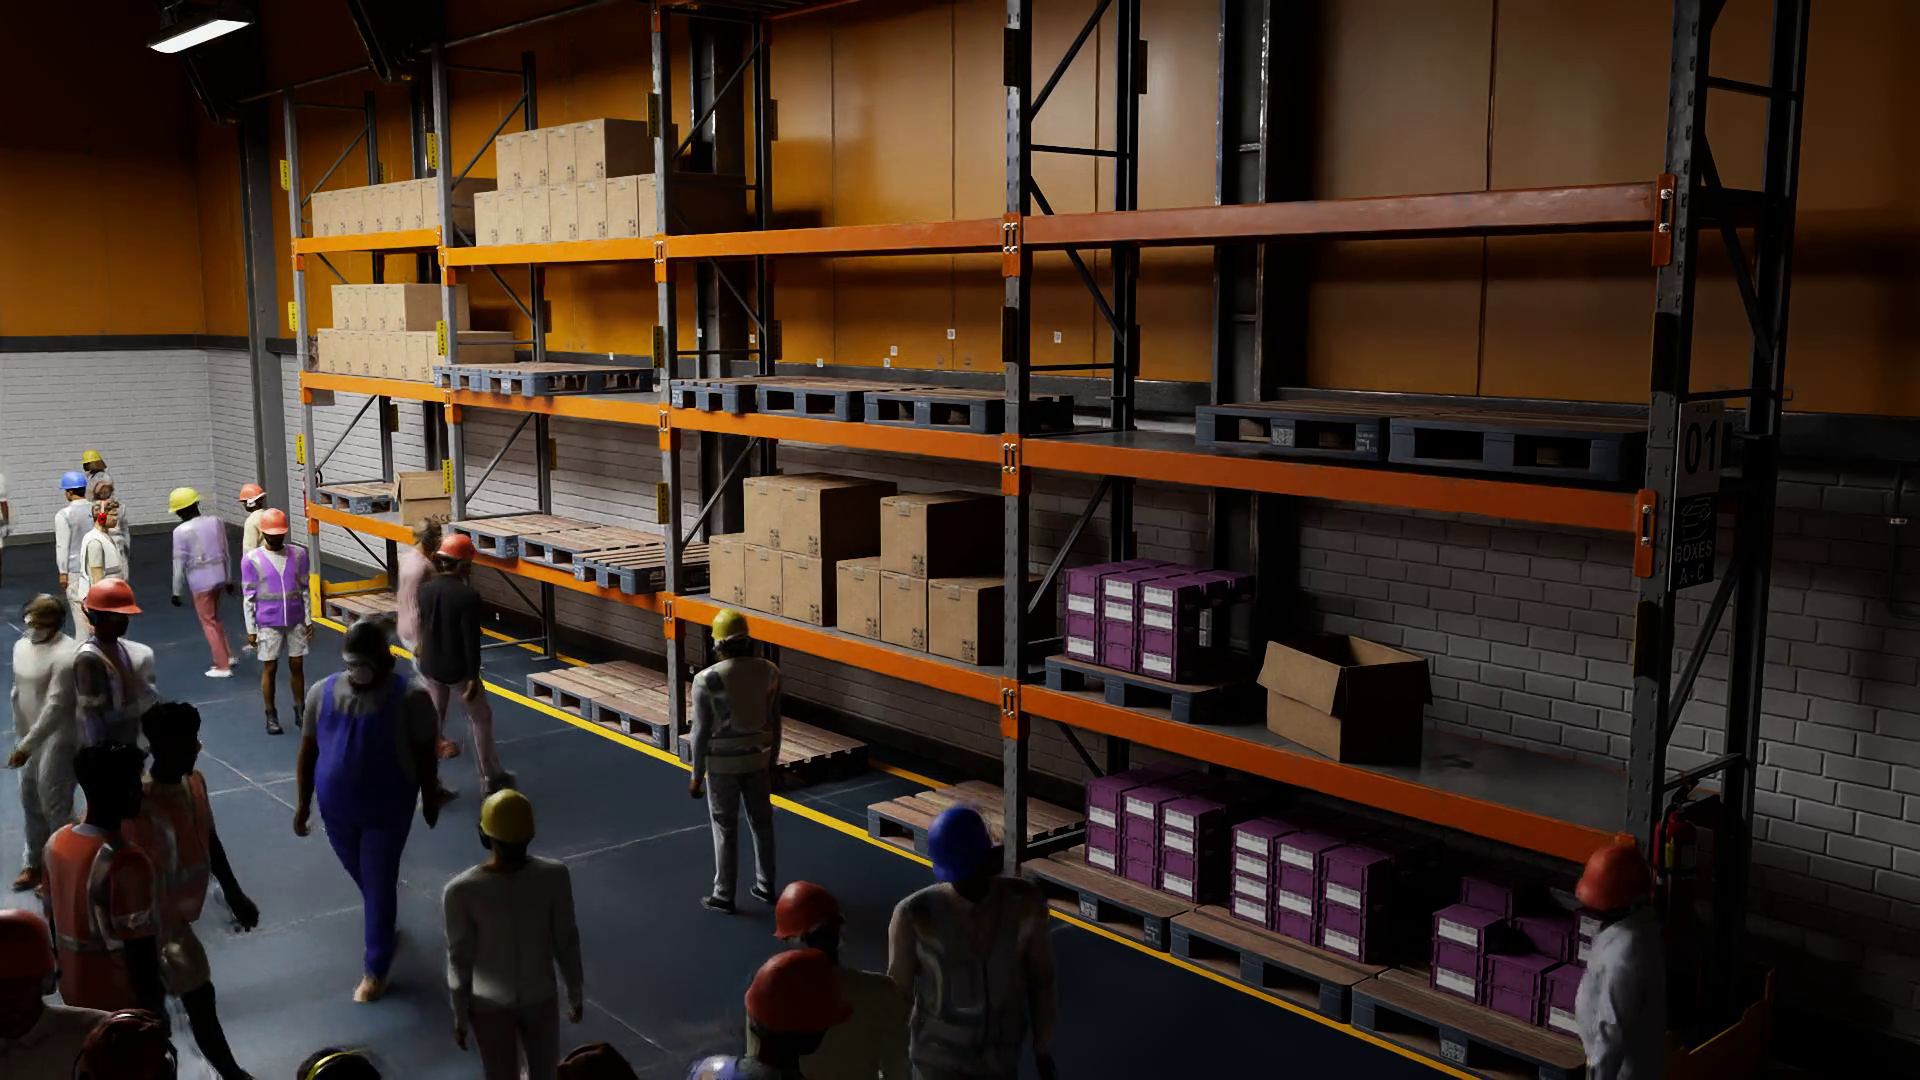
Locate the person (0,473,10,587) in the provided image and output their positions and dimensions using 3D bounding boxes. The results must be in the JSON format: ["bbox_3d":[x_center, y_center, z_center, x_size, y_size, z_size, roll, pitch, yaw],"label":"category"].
[{"bbox_3d":[-12.011,-0.240,20.431,0.604,1.940,0.879,-4,9,-28],"label":"person"}]

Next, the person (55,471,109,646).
[{"bbox_3d":[-8.873,0.267,16.840,0.410,1.939,0.606,3,9,21],"label":"person"}]

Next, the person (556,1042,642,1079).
[{"bbox_3d":[-0.971,2.180,4.647,0.279,1.628,0.506,-2,8,-11],"label":"person"}]

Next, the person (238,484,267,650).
[{"bbox_3d":[-7.373,0.277,17.465,0.355,1.739,0.575,0,8,-2],"label":"person"}]

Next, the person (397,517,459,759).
[{"bbox_3d":[-4.291,0.777,13.348,0.426,1.926,0.643,-2,8,-14],"label":"person"}]

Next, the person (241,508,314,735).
[{"bbox_3d":[-5.733,0.683,14.021,0.548,1.924,0.387,-7,11,-40],"label":"person"}]

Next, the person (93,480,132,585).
[{"bbox_3d":[-9.647,0.137,18.834,0.353,1.640,0.523,6,10,38],"label":"person"}]

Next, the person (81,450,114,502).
[{"bbox_3d":[-11.190,-0.311,21.582,0.489,1.731,0.325,3,9,21],"label":"person"}]

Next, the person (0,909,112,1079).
[{"bbox_3d":[-2.625,1.991,4.712,0.618,1.986,0.408,-4,9,-24],"label":"person"}]

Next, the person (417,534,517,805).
[{"bbox_3d":[-3.648,0.927,12.180,0.630,1.954,0.878,3,9,23],"label":"person"}]

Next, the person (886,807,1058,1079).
[{"bbox_3d":[0.036,1.855,6.022,0.639,1.894,0.771,-3,9,-20],"label":"person"}]

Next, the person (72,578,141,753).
[{"bbox_3d":[-4.967,1.232,9.787,0.394,2.040,0.609,-2,8,-14],"label":"person"}]

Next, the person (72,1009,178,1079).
[{"bbox_3d":[-2.082,2.115,4.234,0.579,1.878,0.345,-4,9,-23],"label":"person"}]

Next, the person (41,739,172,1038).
[{"bbox_3d":[-3.305,1.743,6.499,0.607,1.963,0.374,5,10,33],"label":"person"}]

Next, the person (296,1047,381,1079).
[{"bbox_3d":[-1.524,2.157,4.059,0.621,1.840,0.469,-2,8,-11],"label":"person"}]

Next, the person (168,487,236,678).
[{"bbox_3d":[-7.315,0.416,16.010,0.514,1.881,0.618,2,9,16],"label":"person"}]

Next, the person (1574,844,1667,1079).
[{"bbox_3d":[2.464,1.923,6.144,0.463,1.709,0.602,4,9,26],"label":"person"}]

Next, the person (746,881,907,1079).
[{"bbox_3d":[-0.473,1.990,5.638,0.605,1.699,0.782,-3,9,-22],"label":"person"}]

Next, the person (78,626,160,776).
[{"bbox_3d":[-5.552,1.222,10.904,0.582,1.733,0.470,-6,10,-34],"label":"person"}]

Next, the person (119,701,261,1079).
[{"bbox_3d":[-3.375,1.642,7.346,0.949,1.908,0.601,-1,8,-4],"label":"person"}]

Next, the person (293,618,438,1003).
[{"bbox_3d":[-3.202,1.341,9.022,0.685,2.000,1.057,1,8,4],"label":"person"}]

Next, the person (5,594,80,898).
[{"bbox_3d":[-5.608,1.258,10.147,0.672,1.900,0.523,5,10,33],"label":"person"}]

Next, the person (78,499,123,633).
[{"bbox_3d":[-7.880,0.542,15.296,0.394,1.836,0.561,-3,9,-18],"label":"person"}]

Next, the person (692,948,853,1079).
[{"bbox_3d":[-0.511,2.035,4.681,0.600,1.914,0.716,4,9,24],"label":"person"}]

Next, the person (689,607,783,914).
[{"bbox_3d":[-1.341,1.311,9.964,0.603,1.829,0.403,-6,10,-35],"label":"person"}]

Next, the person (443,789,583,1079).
[{"bbox_3d":[-1.798,1.827,6.691,0.533,1.742,0.740,-5,10,-33],"label":"person"}]
